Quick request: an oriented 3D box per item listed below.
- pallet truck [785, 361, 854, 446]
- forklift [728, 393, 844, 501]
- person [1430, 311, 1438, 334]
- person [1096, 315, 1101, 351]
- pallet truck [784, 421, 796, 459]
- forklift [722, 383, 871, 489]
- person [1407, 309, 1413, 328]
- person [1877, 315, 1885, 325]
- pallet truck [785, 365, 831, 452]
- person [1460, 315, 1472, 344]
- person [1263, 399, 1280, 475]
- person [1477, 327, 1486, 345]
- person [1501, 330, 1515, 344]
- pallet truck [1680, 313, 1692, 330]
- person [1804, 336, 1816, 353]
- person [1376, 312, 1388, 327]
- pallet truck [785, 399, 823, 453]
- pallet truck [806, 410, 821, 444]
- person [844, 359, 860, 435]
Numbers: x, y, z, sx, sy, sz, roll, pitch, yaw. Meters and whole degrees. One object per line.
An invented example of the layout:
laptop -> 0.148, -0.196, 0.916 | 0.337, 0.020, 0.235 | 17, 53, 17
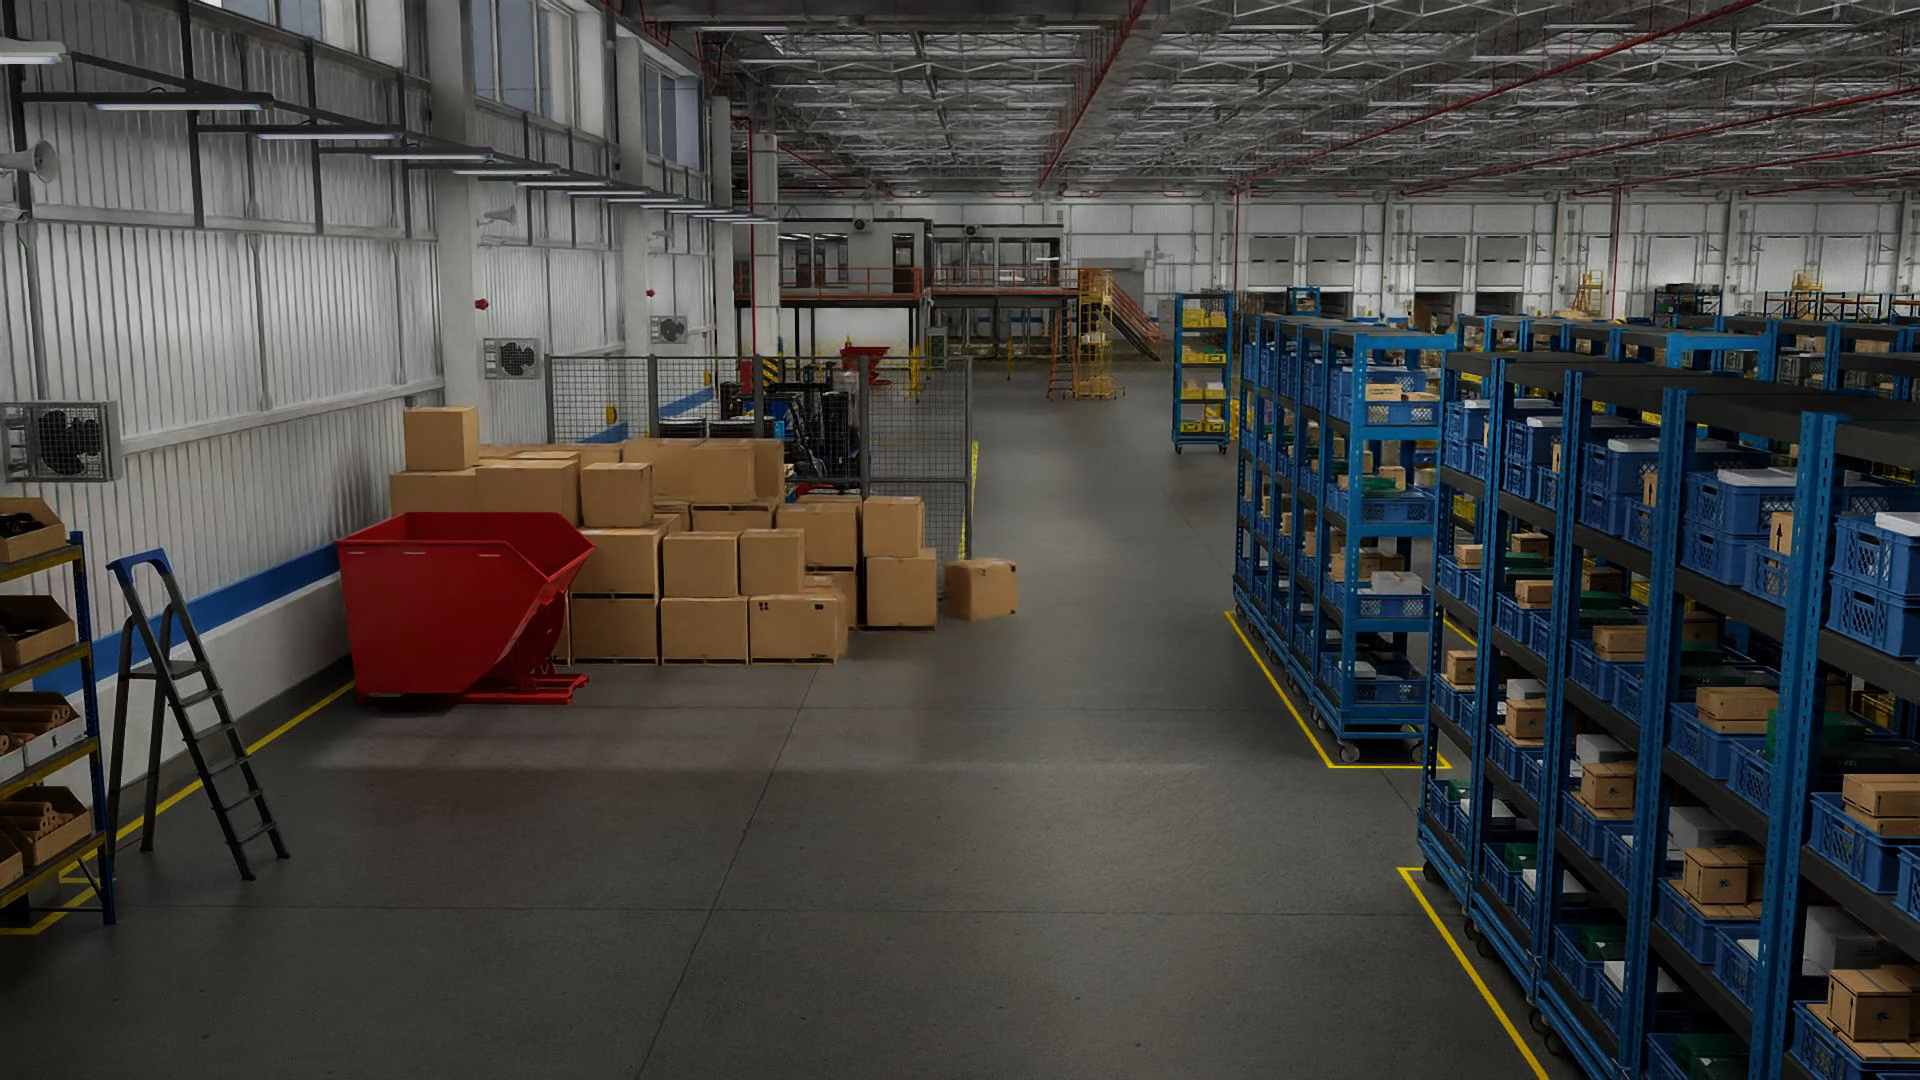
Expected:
pallet truck -> -3.410, -3.193, 38.978 | 1.885, 1.965, 0.823 | 0, 9, -1
forklift -> -2.979, -1.316, 26.476 | 2.680, 1.987, 1.157 | 0, 9, 1
person -> 26.362, -11.800, 92.546 | 0.429, 1.842, 0.634 | 2, 9, 14
person -> 6.864, -10.363, 83.553 | 0.575, 1.885, 0.355 | 1, 9, 6
pallet truck -> -4.013, -1.793, 32.705 | 1.601, 1.201, 0.680 | 0, 9, 1
forklift -> -2.893, -1.687, 28.729 | 2.680, 1.987, 1.157 | 0, 9, -1
person -> 25.589, -12.173, 94.620 | 0.397, 1.918, 0.588 | 5, 11, 29
person -> 45.064, -10.043, 81.493 | 0.409, 1.910, 0.607 | 2, 9, 13
pallet truck -> -3.774, -2.976, 37.635 | 1.885, 1.965, 0.823 | 1, 9, 5
person -> 26.079, -10.719, 85.920 | 0.667, 1.822, 0.556 | -3, 10, -19
person -> 6.281, -2.320, 33.447 | 0.379, 2.045, 0.605 | 2, 9, 11
person -> 21.178, -7.707, 67.082 | 0.723, 1.915, 0.551 | -1, 9, -6
person -> 20.182, -6.805, 61.439 | 0.719, 1.931, 0.650 | -4, 10, -23
pallet truck -> 36.315, -10.531, 84.244 | 0.823, 1.965, 1.885 | -6, 11, -33
person -> 32.007, -6.959, 62.619 | 0.314, 1.864, 0.530 | -3, 10, -16
person -> 21.997, -10.944, 87.013 | 0.656, 1.914, 0.836 | 8, 12, 42
pallet truck -> -3.814, -2.432, 36.419 | 1.630, 1.274, 0.653 | 0, 9, 1
pallet truck -> -3.559, -2.018, 33.905 | 1.522, 1.261, 0.704 | 0, 9, -1
person -> -2.611, -3.577, 41.669 | 0.445, 1.888, 0.657 | 7, 12, 37
